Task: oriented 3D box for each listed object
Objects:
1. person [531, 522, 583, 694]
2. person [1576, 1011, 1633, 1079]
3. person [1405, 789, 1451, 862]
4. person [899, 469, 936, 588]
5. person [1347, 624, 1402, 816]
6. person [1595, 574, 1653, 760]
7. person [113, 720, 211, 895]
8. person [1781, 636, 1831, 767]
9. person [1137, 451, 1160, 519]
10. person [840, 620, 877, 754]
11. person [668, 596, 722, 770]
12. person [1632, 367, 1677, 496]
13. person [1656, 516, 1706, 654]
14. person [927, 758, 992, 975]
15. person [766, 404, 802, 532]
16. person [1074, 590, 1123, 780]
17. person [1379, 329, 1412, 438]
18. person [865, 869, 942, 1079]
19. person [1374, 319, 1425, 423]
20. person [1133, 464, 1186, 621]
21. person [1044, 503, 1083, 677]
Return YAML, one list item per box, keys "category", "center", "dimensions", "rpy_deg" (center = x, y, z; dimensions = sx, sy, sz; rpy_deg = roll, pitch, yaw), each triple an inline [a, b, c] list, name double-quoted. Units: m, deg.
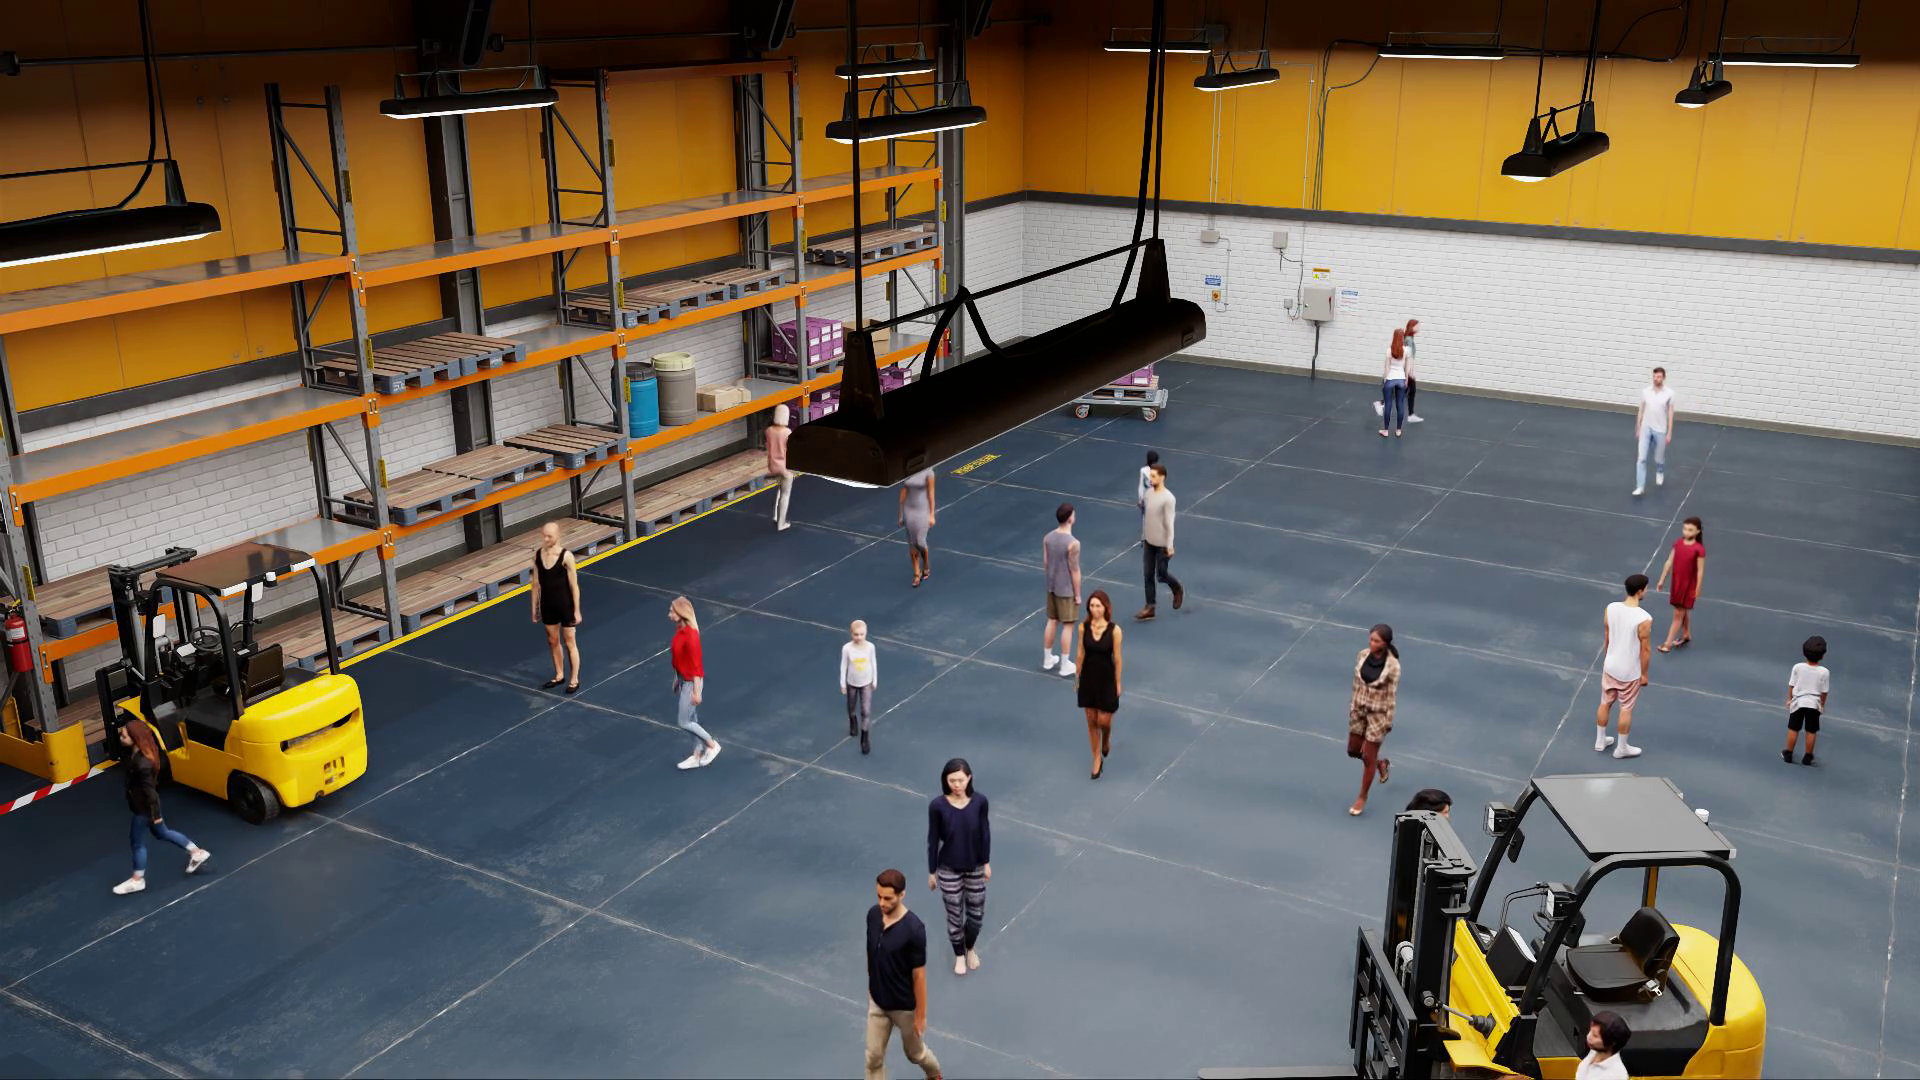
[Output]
- category: "person"
  center: [-4.133, 0.670, 17.124]
  dimensions: [0.734, 1.816, 0.662]
  rpy_deg: [8, 20, 22]
- category: "person"
  center: [3.713, 3.371, 9.527]
  dimensions: [0.748, 1.546, 0.683]
  rpy_deg: [-1, 19, -2]
- category: "person"
  center: [3.298, 2.526, 11.930]
  dimensions: [0.673, 1.613, 0.572]
  rpy_deg: [5, 19, 16]
- category: "person"
  center: [-0.478, -0.312, 20.106]
  dimensions: [0.632, 1.773, 0.658]
  rpy_deg: [7, 20, 21]
- category: "person"
  center: [3.652, 1.545, 14.583]
  dimensions: [0.916, 1.780, 0.753]
  rpy_deg: [-15, 24, -38]
- category: "person"
  center: [6.239, 1.184, 15.654]
  dimensions: [0.729, 1.781, 0.727]
  rpy_deg: [-12, 22, -31]
- category: "person"
  center: [-6.478, 2.115, 13.395]
  dimensions: [1.052, 1.458, 0.892]
  rpy_deg: [-9, 21, -26]
- category: "person"
  center: [7.910, 1.497, 15.537]
  dimensions: [0.483, 1.262, 0.493]
  rpy_deg: [10, 21, 26]
- category: "person"
  center: [2.488, -0.538, 21.596]
  dimensions: [0.628, 1.252, 0.691]
  rpy_deg: [-3, 19, -9]
- category: "person"
  center: [-0.982, 1.346, 15.978]
  dimensions: [0.831, 1.267, 0.945]
  rpy_deg: [-2, 19, -7]
- category: "person"
  center: [-2.425, 1.321, 15.379]
  dimensions: [0.802, 1.696, 0.755]
  rpy_deg: [-8, 20, -23]
- category: "person"
  center: [9.921, -1.554, 23.709]
  dimensions: [0.751, 1.828, 1.073]
  rpy_deg: [14, 23, 36]
- category: "person"
  center: [7.961, 0.467, 18.192]
  dimensions: [1.053, 1.520, 0.829]
  rpy_deg: [-12, 22, -31]
- category: "person"
  center: [-0.003, 2.355, 12.261]
  dimensions: [0.733, 1.726, 0.770]
  rpy_deg: [-2, 19, -7]
- category: "person"
  center: [-2.401, -0.936, 22.053]
  dimensions: [0.603, 1.714, 0.580]
  rpy_deg: [11, 22, 30]
- category: "person"
  center: [1.296, 1.305, 15.222]
  dimensions: [0.652, 1.826, 0.771]
  rpy_deg: [6, 20, 18]
- category: "person"
  center: [7.002, -2.532, 26.754]
  dimensions: [0.648, 1.739, 0.677]
  rpy_deg: [-1, 19, -2]
- category: "person"
  center: [-0.346, 2.882, 10.529]
  dimensions: [0.705, 1.833, 1.018]
  rpy_deg: [12, 22, 32]
- category: "person"
  center: [7.309, -2.779, 27.514]
  dimensions: [0.793, 1.721, 1.038]
  rpy_deg: [5, 19, 15]
- category: "person"
  center: [2.320, 0.025, 18.985]
  dimensions: [1.051, 1.851, 0.888]
  rpy_deg: [-13, 23, -34]
- category: "person"
  center: [1.072, 0.499, 17.400]
  dimensions: [0.679, 1.840, 0.648]
  rpy_deg: [18, 25, 42]
